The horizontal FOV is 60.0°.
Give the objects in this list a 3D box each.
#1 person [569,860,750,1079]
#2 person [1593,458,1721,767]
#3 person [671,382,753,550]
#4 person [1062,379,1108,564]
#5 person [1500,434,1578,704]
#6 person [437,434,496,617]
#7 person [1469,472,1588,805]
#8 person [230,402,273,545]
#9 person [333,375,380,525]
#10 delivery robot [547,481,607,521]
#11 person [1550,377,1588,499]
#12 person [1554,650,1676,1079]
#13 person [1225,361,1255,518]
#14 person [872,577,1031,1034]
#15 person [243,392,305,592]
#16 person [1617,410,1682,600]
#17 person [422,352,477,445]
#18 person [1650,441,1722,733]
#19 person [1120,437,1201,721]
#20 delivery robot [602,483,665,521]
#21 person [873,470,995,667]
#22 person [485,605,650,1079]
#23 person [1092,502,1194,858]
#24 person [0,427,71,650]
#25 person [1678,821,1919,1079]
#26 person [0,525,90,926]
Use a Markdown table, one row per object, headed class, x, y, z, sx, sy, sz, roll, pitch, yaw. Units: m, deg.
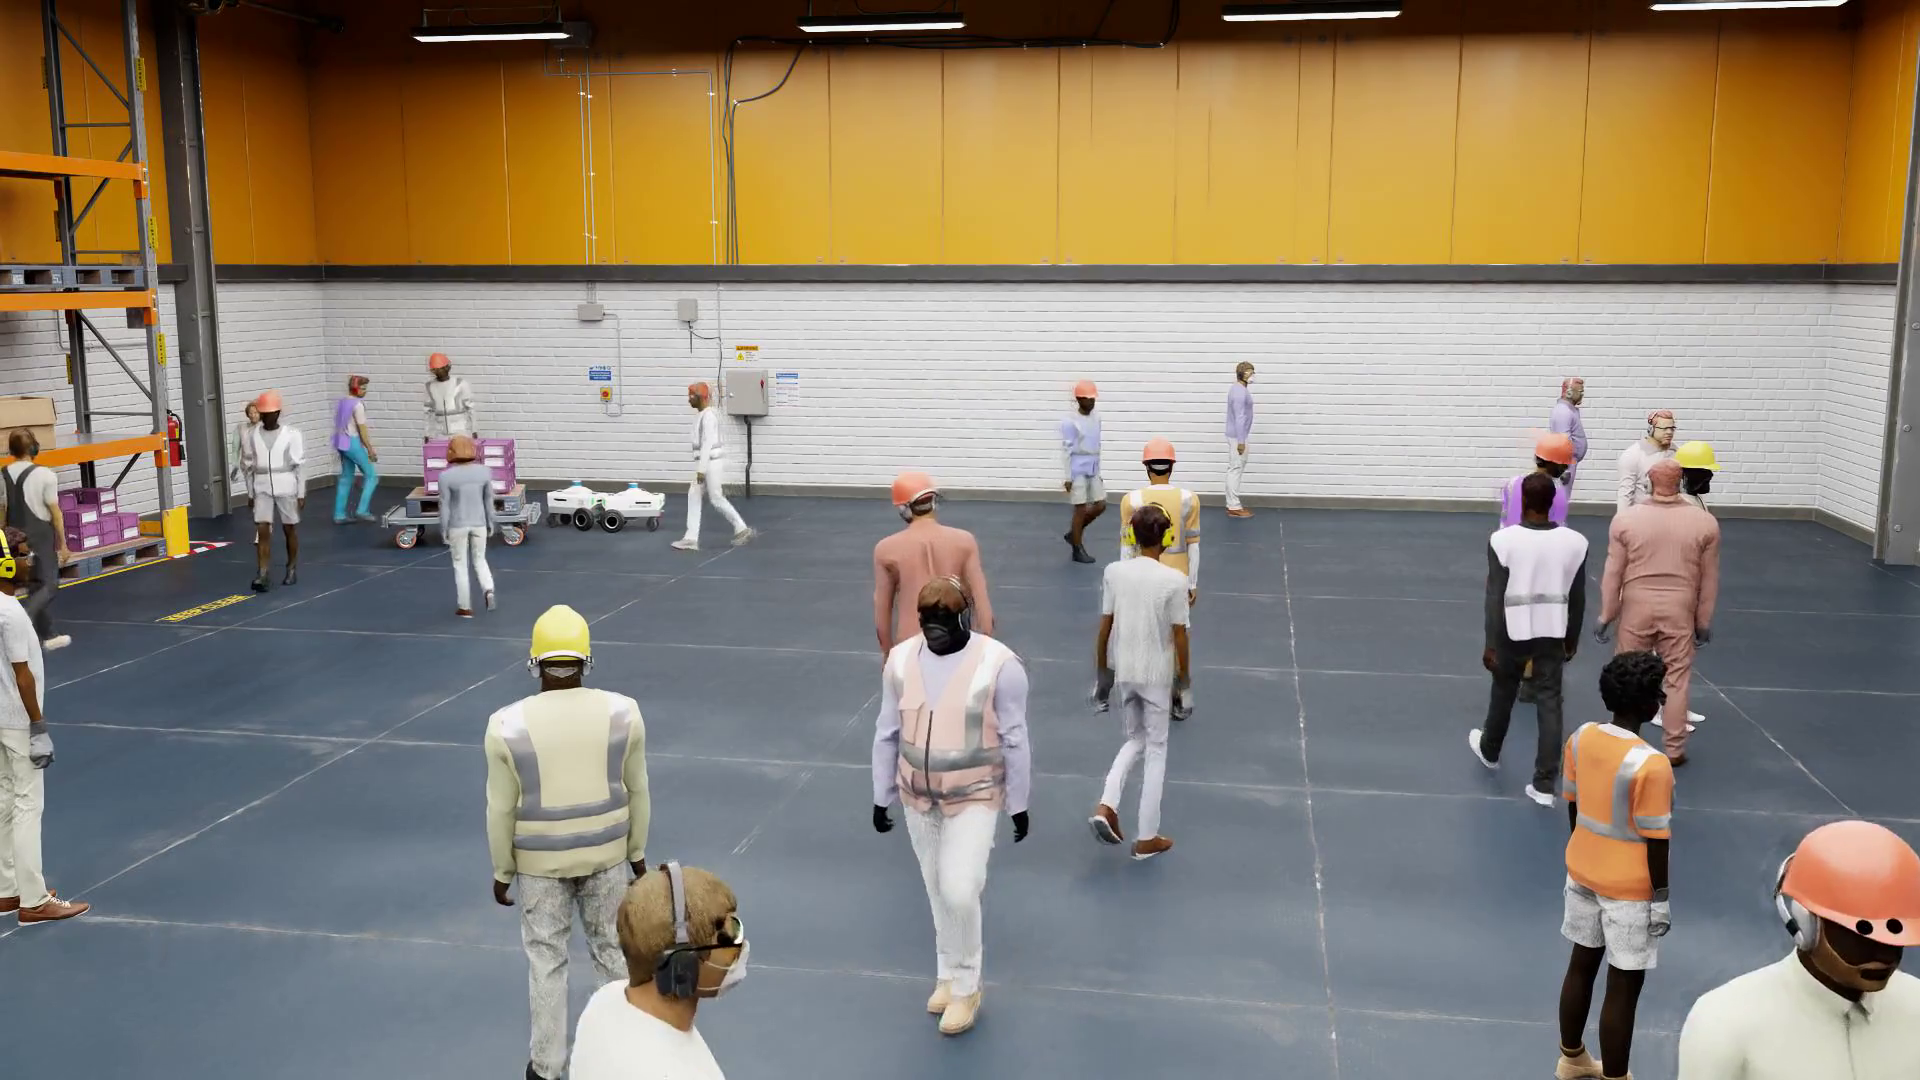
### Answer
| class | x | y | z | sx | sy | sz | roll | pitch | yaw |
| --- | --- | --- | --- | --- | --- | --- | --- | --- | --- |
| person | -0.573 | 1.562 | 3.265 | 0.461 | 1.926 | 0.633 | -3 | 10 | -19 |
| person | 4.293 | 0.444 | 10.274 | 0.694 | 1.899 | 0.443 | 2 | 9 | 14 |
| person | -2.733 | -0.815 | 18.260 | 0.888 | 1.842 | 0.572 | -4 | 10 | -25 |
| person | 1.286 | -0.698 | 17.345 | 0.566 | 1.891 | 0.445 | -9 | 13 | -44 |
| person | 4.065 | 0.205 | 11.772 | 0.418 | 1.896 | 0.667 | -5 | 10 | -29 |
| person | -4.301 | -0.112 | 14.533 | 0.513 | 1.621 | 0.436 | -7 | 12 | -38 |
| person | 3.326 | 0.534 | 9.757 | 0.620 | 1.869 | 0.995 | 0 | 9 | 0 |
| person | -7.895 | -0.766 | 18.719 | 0.515 | 1.594 | 0.879 | 0 | 9 | -1 |
| person | -7.252 | -1.070 | 19.924 | 0.586 | 1.807 | 0.599 | -8 | 12 | -39 |
| delivery robot | -4.541 | -0.461 | 19.737 | 0.707 | 0.478 | 0.477 | 4 | 10 | 24 |
| person | 6.558 | -0.803 | 17.972 | 0.401 | 1.904 | 0.650 | 3 | 10 | 18 |
| person | 2.379 | 1.229 | 6.006 | 0.315 | 1.696 | 0.540 | -2 | 9 | -14 |
| person | 3.475 | -1.250 | 20.648 | 0.376 | 1.937 | 0.629 | 1 | 9 | 7 |
| person | -0.082 | 1.057 | 6.673 | 0.660 | 1.825 | 0.593 | 5 | 10 | 28 |
| person | -6.538 | -0.452 | 15.832 | 0.569 | 1.889 | 0.963 | -2 | 9 | -10 |
| person | 5.786 | -0.136 | 13.862 | 0.647 | 1.901 | 0.399 | -3 | 9 | -15 |
| person | -6.635 | -1.441 | 21.625 | 0.674 | 2.016 | 0.606 | 0 | 9 | -3 |
| person | 4.821 | 0.299 | 11.067 | 0.367 | 1.927 | 0.587 | 6 | 11 | 35 |
| person | 1.340 | 0.271 | 11.235 | 0.543 | 1.928 | 0.370 | 0 | 9 | -2 |
| delivery robot | -3.827 | -0.428 | 19.531 | 0.707 | 0.478 | 0.477 | -1 | 9 | -5 |
| person | -0.143 | 0.573 | 9.412 | 0.660 | 1.918 | 1.011 | -2 | 9 | -13 |
| person | -1.434 | 1.145 | 6.112 | 0.586 | 1.833 | 0.403 | -4 | 10 | -23 |
| person | 0.939 | 0.736 | 8.609 | 0.494 | 1.854 | 0.452 | 8 | 12 | 40 |
| person | -7.325 | 0.025 | 13.080 | 0.521 | 1.825 | 0.786 | 1 | 9 | 8 |
| person | 1.724 | 1.500 | 3.531 | 0.632 | 1.964 | 0.834 | -2 | 9 | -11 |
| person | -4.392 | 0.860 | 7.763 | 0.512 | 1.872 | 0.328 | 7 | 11 | 36 |
